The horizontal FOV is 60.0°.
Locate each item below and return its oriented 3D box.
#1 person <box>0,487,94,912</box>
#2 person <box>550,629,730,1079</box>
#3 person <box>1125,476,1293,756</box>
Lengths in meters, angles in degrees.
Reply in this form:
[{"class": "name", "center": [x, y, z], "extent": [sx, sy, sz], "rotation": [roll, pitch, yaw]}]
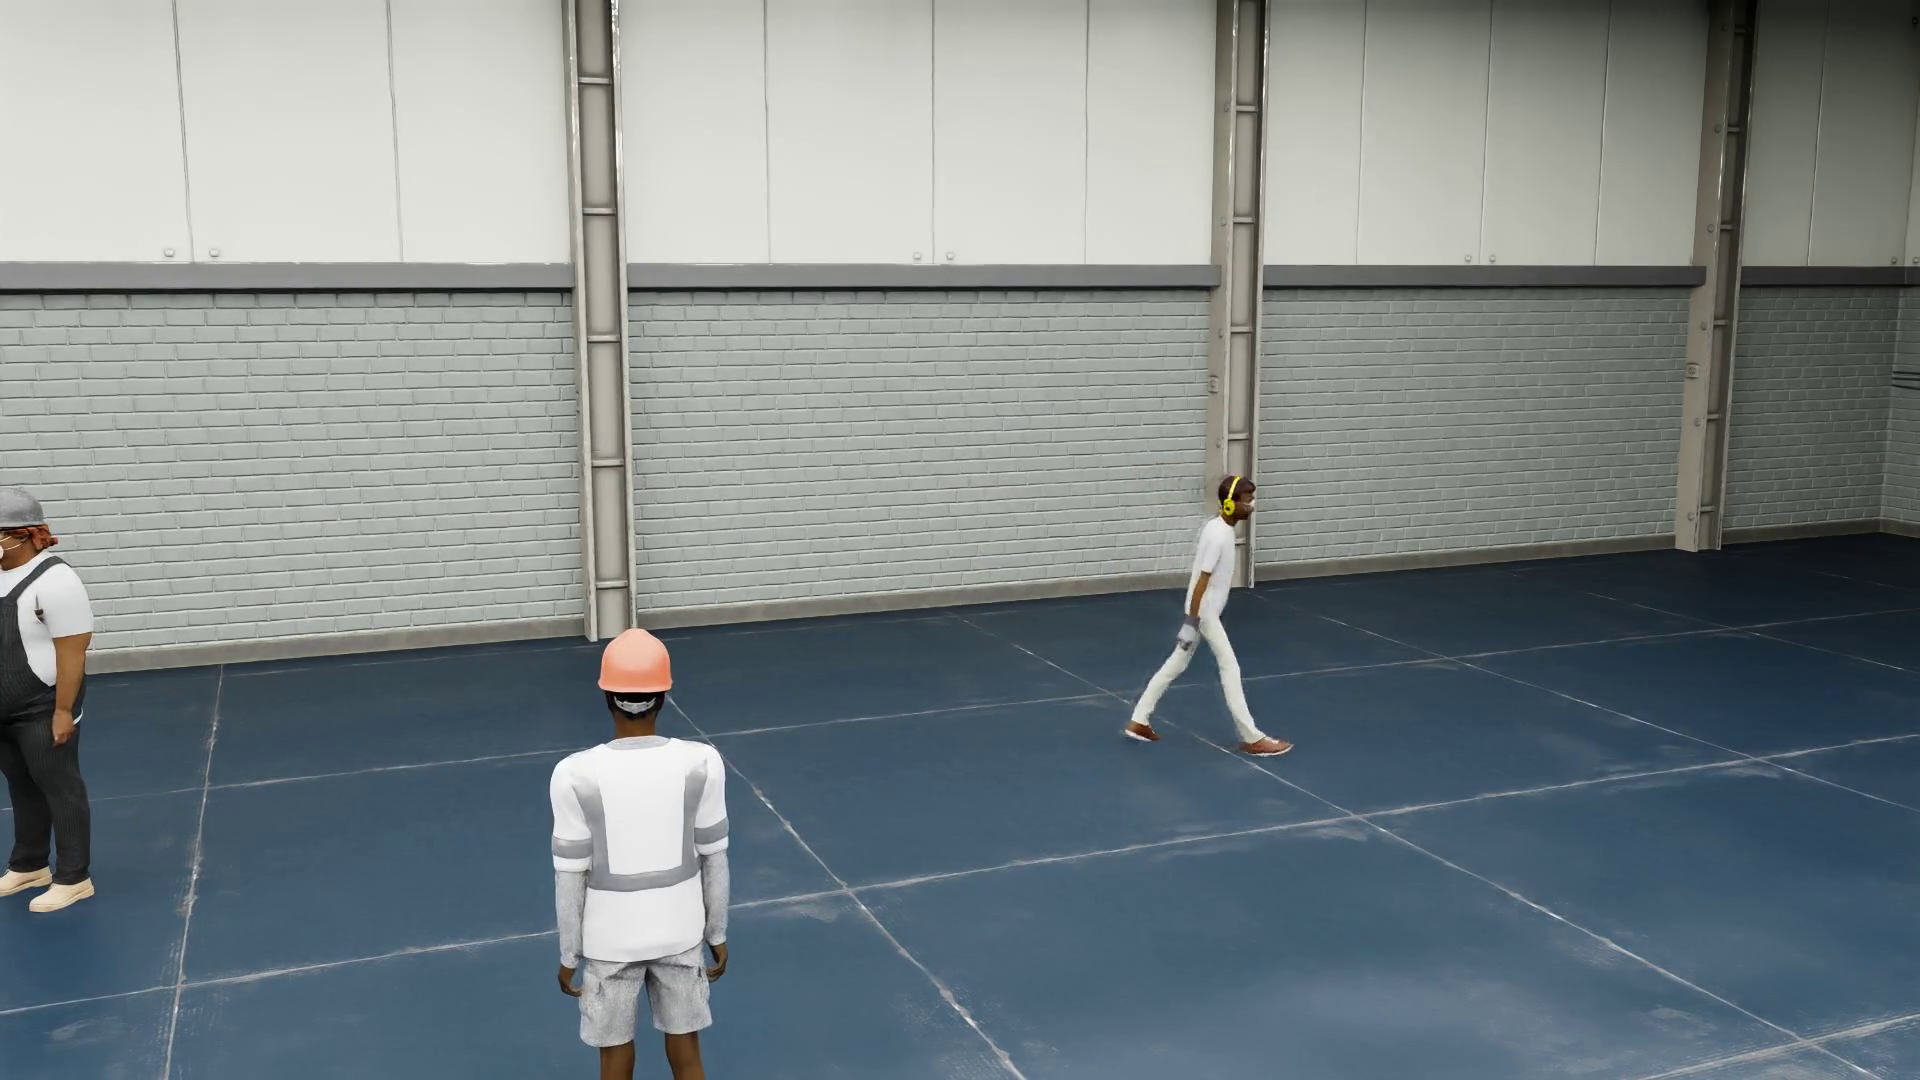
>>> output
[{"class": "person", "center": [-4.495, 0.757, 7.962], "extent": [0.674, 2.000, 0.536], "rotation": [6, 11, 31]}, {"class": "person", "center": [-1.007, 1.237, 5.270], "extent": [0.552, 1.937, 0.356], "rotation": [-3, 10, -20]}, {"class": "person", "center": [1.559, 0.475, 10.559], "extent": [1.063, 1.796, 0.562], "rotation": [1, 9, 7]}]
